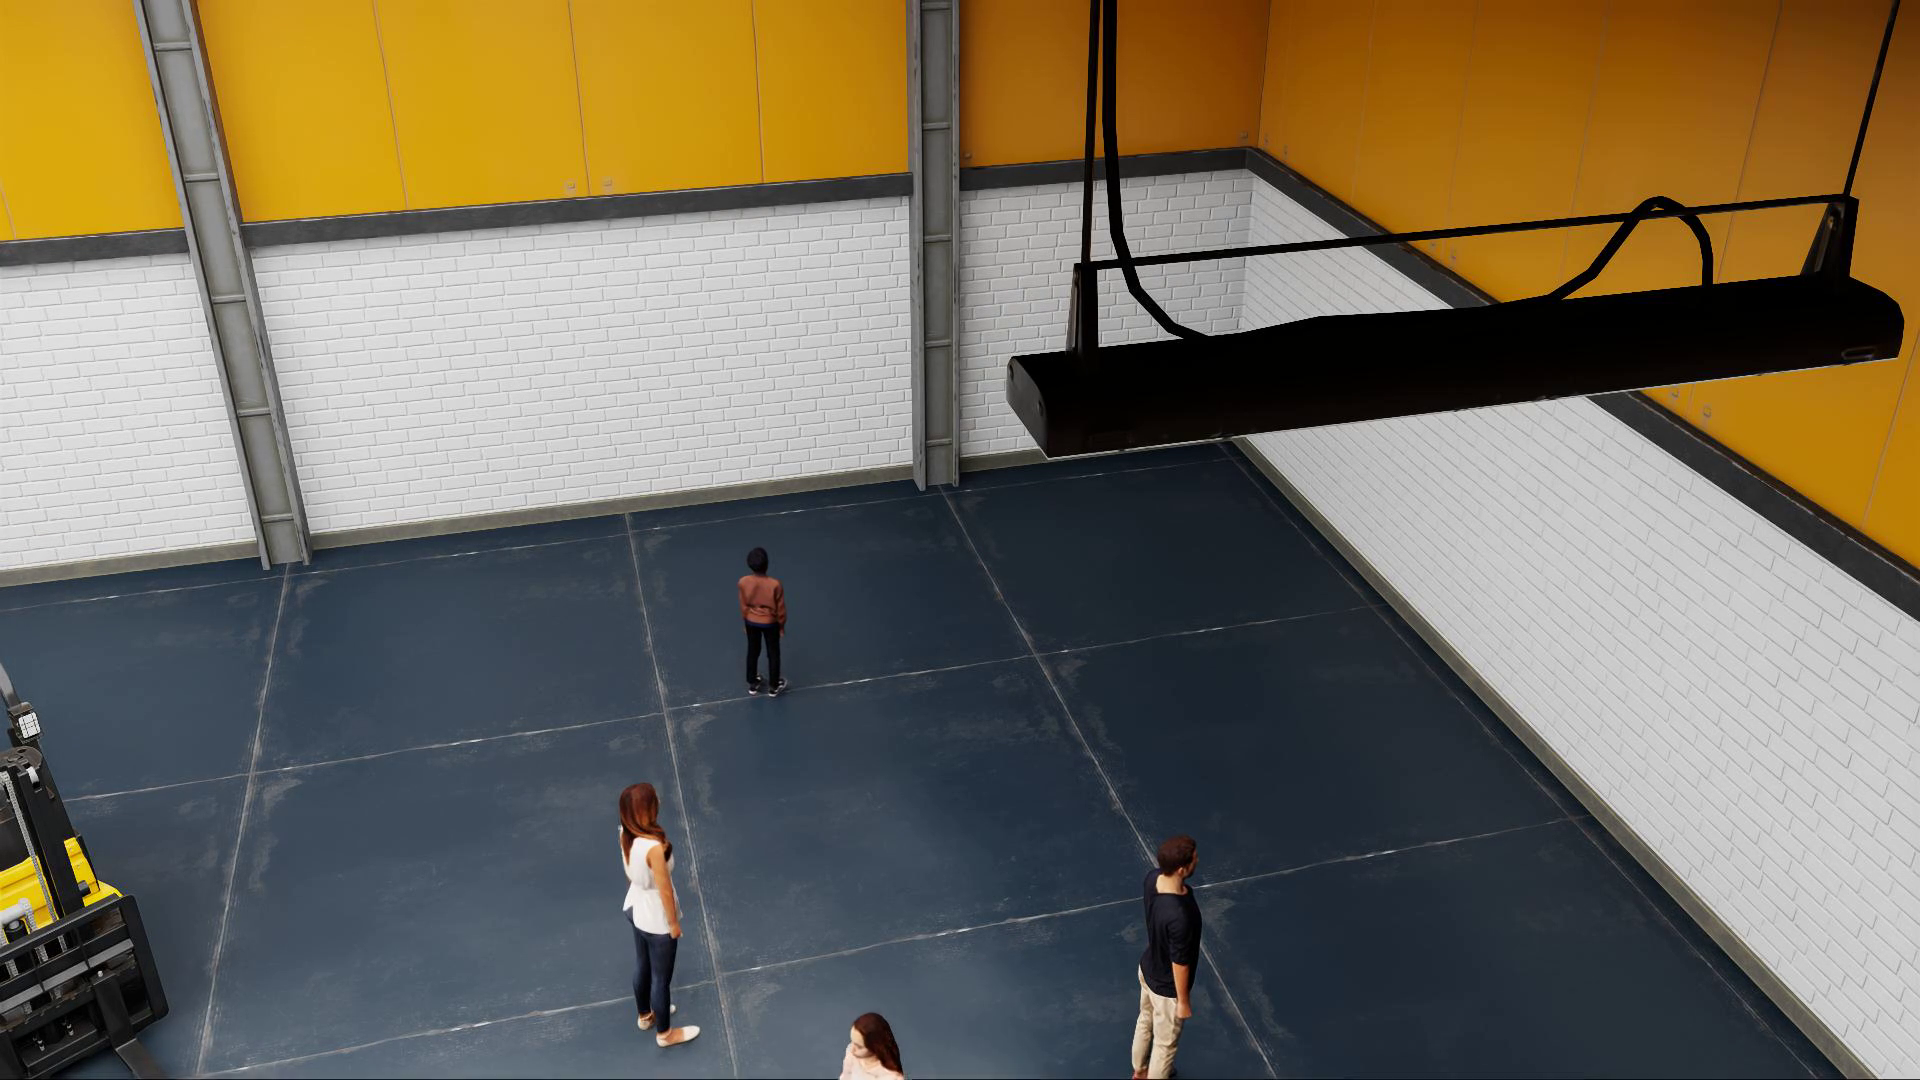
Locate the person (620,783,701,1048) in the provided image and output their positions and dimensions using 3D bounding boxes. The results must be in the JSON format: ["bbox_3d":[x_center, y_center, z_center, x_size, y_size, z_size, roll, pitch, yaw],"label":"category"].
[{"bbox_3d":[-1.770,2.127,9.472,0.658,1.784,0.674,-20,35,-33],"label":"person"}]

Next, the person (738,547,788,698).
[{"bbox_3d":[-1.523,0.627,12.778,0.541,1.252,0.645,7,29,12],"label":"person"}]

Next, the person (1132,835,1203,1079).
[{"bbox_3d":[1.103,2.357,8.975,0.520,1.856,0.628,-6,29,-12],"label":"person"}]

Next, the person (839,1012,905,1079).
[{"bbox_3d":[-0.365,2.920,8.342,0.725,1.474,0.696,-21,35,-33],"label":"person"}]
